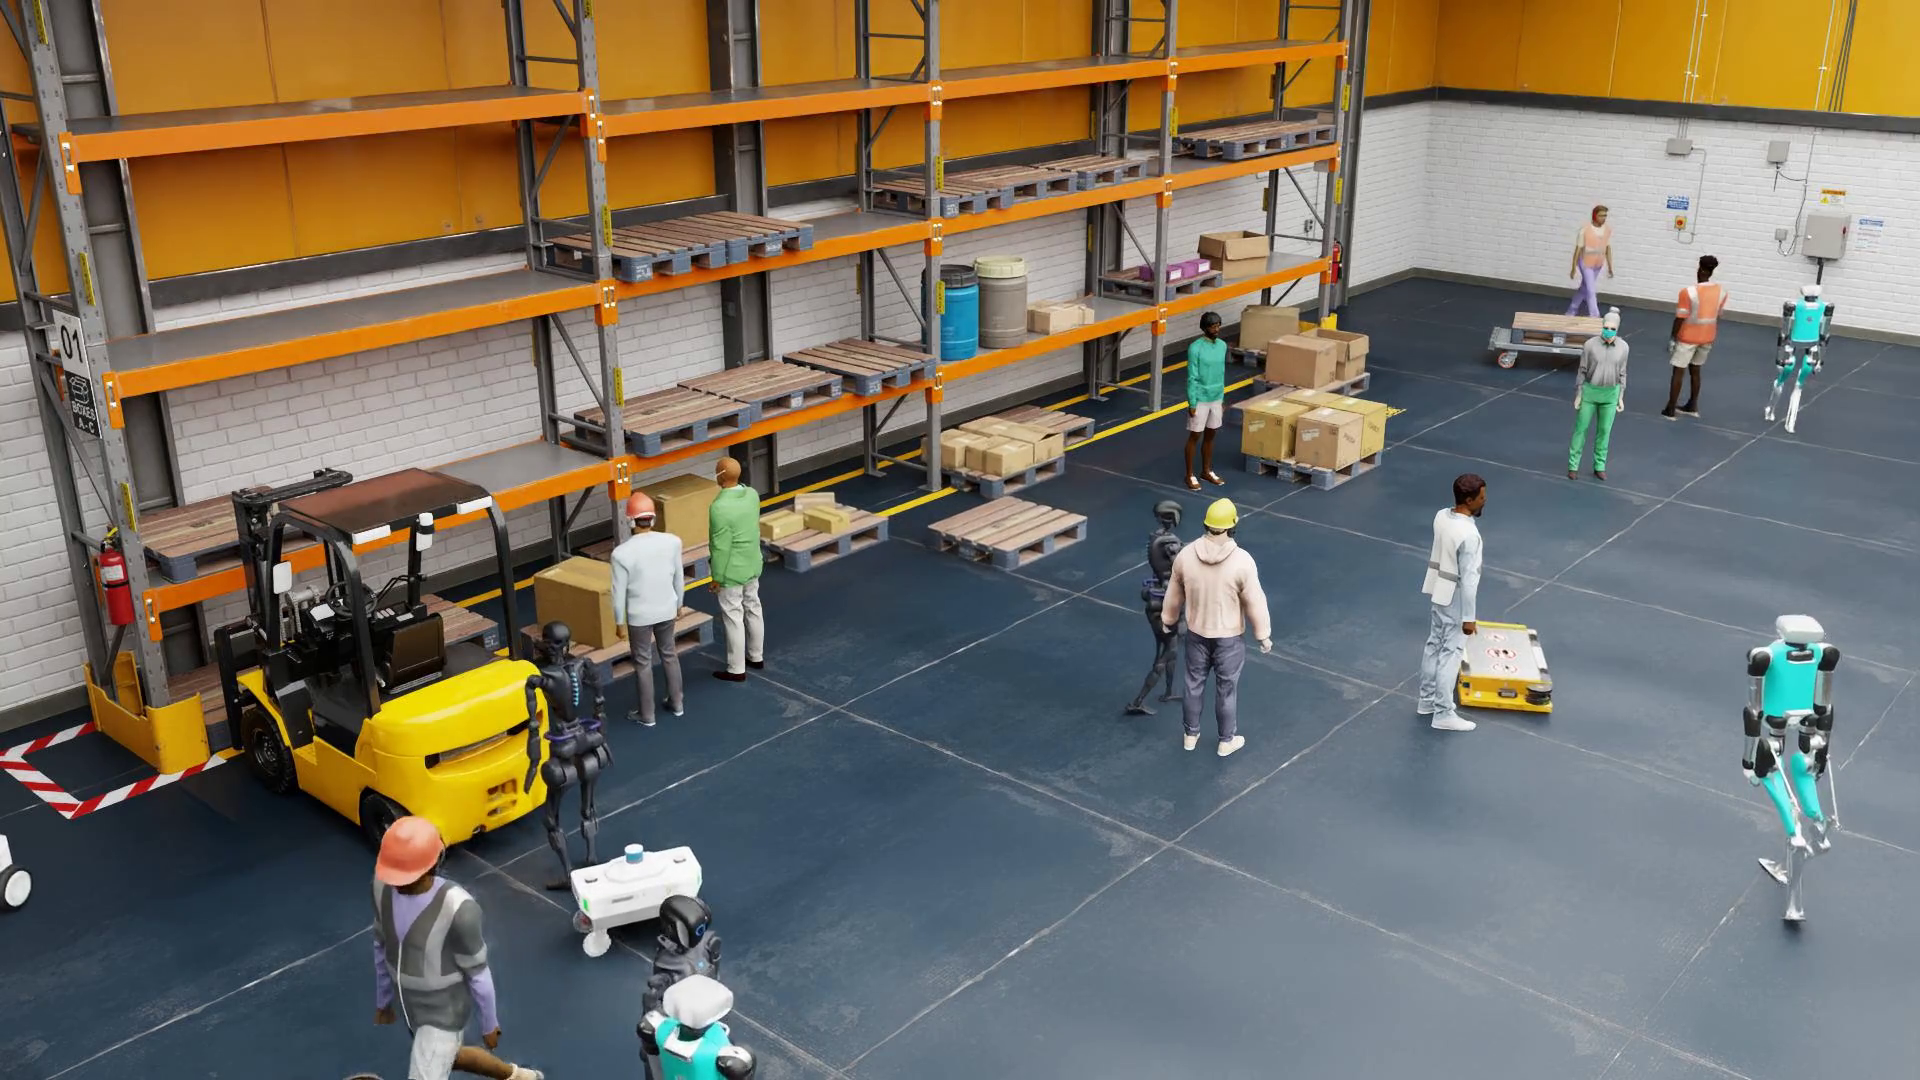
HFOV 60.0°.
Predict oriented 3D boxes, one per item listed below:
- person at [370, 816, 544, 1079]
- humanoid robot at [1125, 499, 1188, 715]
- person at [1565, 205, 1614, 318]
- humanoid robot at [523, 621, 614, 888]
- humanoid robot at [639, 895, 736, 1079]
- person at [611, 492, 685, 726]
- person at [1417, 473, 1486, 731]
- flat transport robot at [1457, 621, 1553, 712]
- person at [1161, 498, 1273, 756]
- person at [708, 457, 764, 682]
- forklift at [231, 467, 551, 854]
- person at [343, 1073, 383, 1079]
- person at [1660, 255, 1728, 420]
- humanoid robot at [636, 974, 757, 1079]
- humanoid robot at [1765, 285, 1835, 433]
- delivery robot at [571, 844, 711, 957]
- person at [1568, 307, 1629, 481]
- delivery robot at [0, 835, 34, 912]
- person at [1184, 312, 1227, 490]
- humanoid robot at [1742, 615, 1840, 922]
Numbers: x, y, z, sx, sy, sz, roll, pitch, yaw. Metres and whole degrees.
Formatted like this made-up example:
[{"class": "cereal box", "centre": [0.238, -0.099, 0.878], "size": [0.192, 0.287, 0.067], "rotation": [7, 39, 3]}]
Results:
[{"class": "person", "centre": [-2.319, 2.051, 7.497], "size": [0.614, 1.990, 0.998], "rotation": [14, 24, 33]}, {"class": "humanoid robot", "centre": [1.477, 0.488, 12.222], "size": [0.525, 1.643, 0.603], "rotation": [-3, 21, -9]}, {"class": "person", "centre": [9.136, -3.934, 24.002], "size": [0.583, 1.790, 0.965], "rotation": [-10, 22, -24]}, {"class": "humanoid robot", "centre": [-2.353, 1.289, 10.029], "size": [0.408, 1.637, 0.611], "rotation": [16, 26, 37]}, {"class": "humanoid robot", "centre": [-1.187, 2.289, 7.321], "size": [0.429, 1.642, 0.608], "rotation": [10, 22, 24]}, {"class": "person", "centre": [-2.263, 0.498, 12.072], "size": [0.580, 1.741, 0.358], "rotation": [-15, 25, -35]}, {"class": "person", "centre": [3.553, 0.436, 11.989], "size": [0.387, 1.918, 0.594], "rotation": [-3, 20, -7]}, {"class": "flat transport robot", "centre": [4.198, 0.949, 12.981], "size": [0.659, 0.231, 1.431], "rotation": [4, 21, 11]}, {"class": "person", "centre": [1.769, 0.619, 11.567], "size": [0.791, 1.867, 0.410], "rotation": [9, 22, 23]}, {"class": "person", "centre": [-1.726, 0.222, 12.764], "size": [0.384, 1.784, 0.539], "rotation": [11, 23, 28]}, {"class": "forklift", "centre": [-3.730, 0.710, 10.856], "size": [2.313, 2.155, 1.214], "rotation": [17, 26, 38]}, {"class": "person", "centre": [-2.004, 2.694, 5.843], "size": [0.629, 1.939, 0.371], "rotation": [-8, 22, -20]}, {"class": "person", "centre": [8.643, -2.388, 19.621], "size": [0.634, 1.945, 0.435], "rotation": [-4, 21, -11]}, {"class": "humanoid robot", "centre": [-0.864, 2.497, 6.819], "size": [0.535, 1.880, 0.790], "rotation": [12, 23, 30]}, {"class": "humanoid robot", "centre": [9.638, -2.116, 19.237], "size": [0.552, 1.824, 0.913], "rotation": [4, 21, 12]}, {"class": "delivery robot", "centre": [-1.850, 2.043, 9.614], "size": [0.806, 0.602, 0.499], "rotation": [-9, 22, -23]}, {"class": "person", "centre": [6.699, -1.532, 17.416], "size": [0.513, 1.853, 0.340], "rotation": [2, 20, 6]}, {"class": "delivery robot", "centre": [-5.860, 2.012, 9.674], "size": [0.524, 0.587, 0.735], "rotation": [4, 21, 11]}, {"class": "person", "centre": [2.531, -1.452, 17.205], "size": [0.505, 1.849, 0.390], "rotation": [-13, 24, -32]}, {"class": "humanoid robot", "centre": [4.945, 1.406, 9.684], "size": [0.563, 1.790, 0.933], "rotation": [-2, 20, -5]}]
